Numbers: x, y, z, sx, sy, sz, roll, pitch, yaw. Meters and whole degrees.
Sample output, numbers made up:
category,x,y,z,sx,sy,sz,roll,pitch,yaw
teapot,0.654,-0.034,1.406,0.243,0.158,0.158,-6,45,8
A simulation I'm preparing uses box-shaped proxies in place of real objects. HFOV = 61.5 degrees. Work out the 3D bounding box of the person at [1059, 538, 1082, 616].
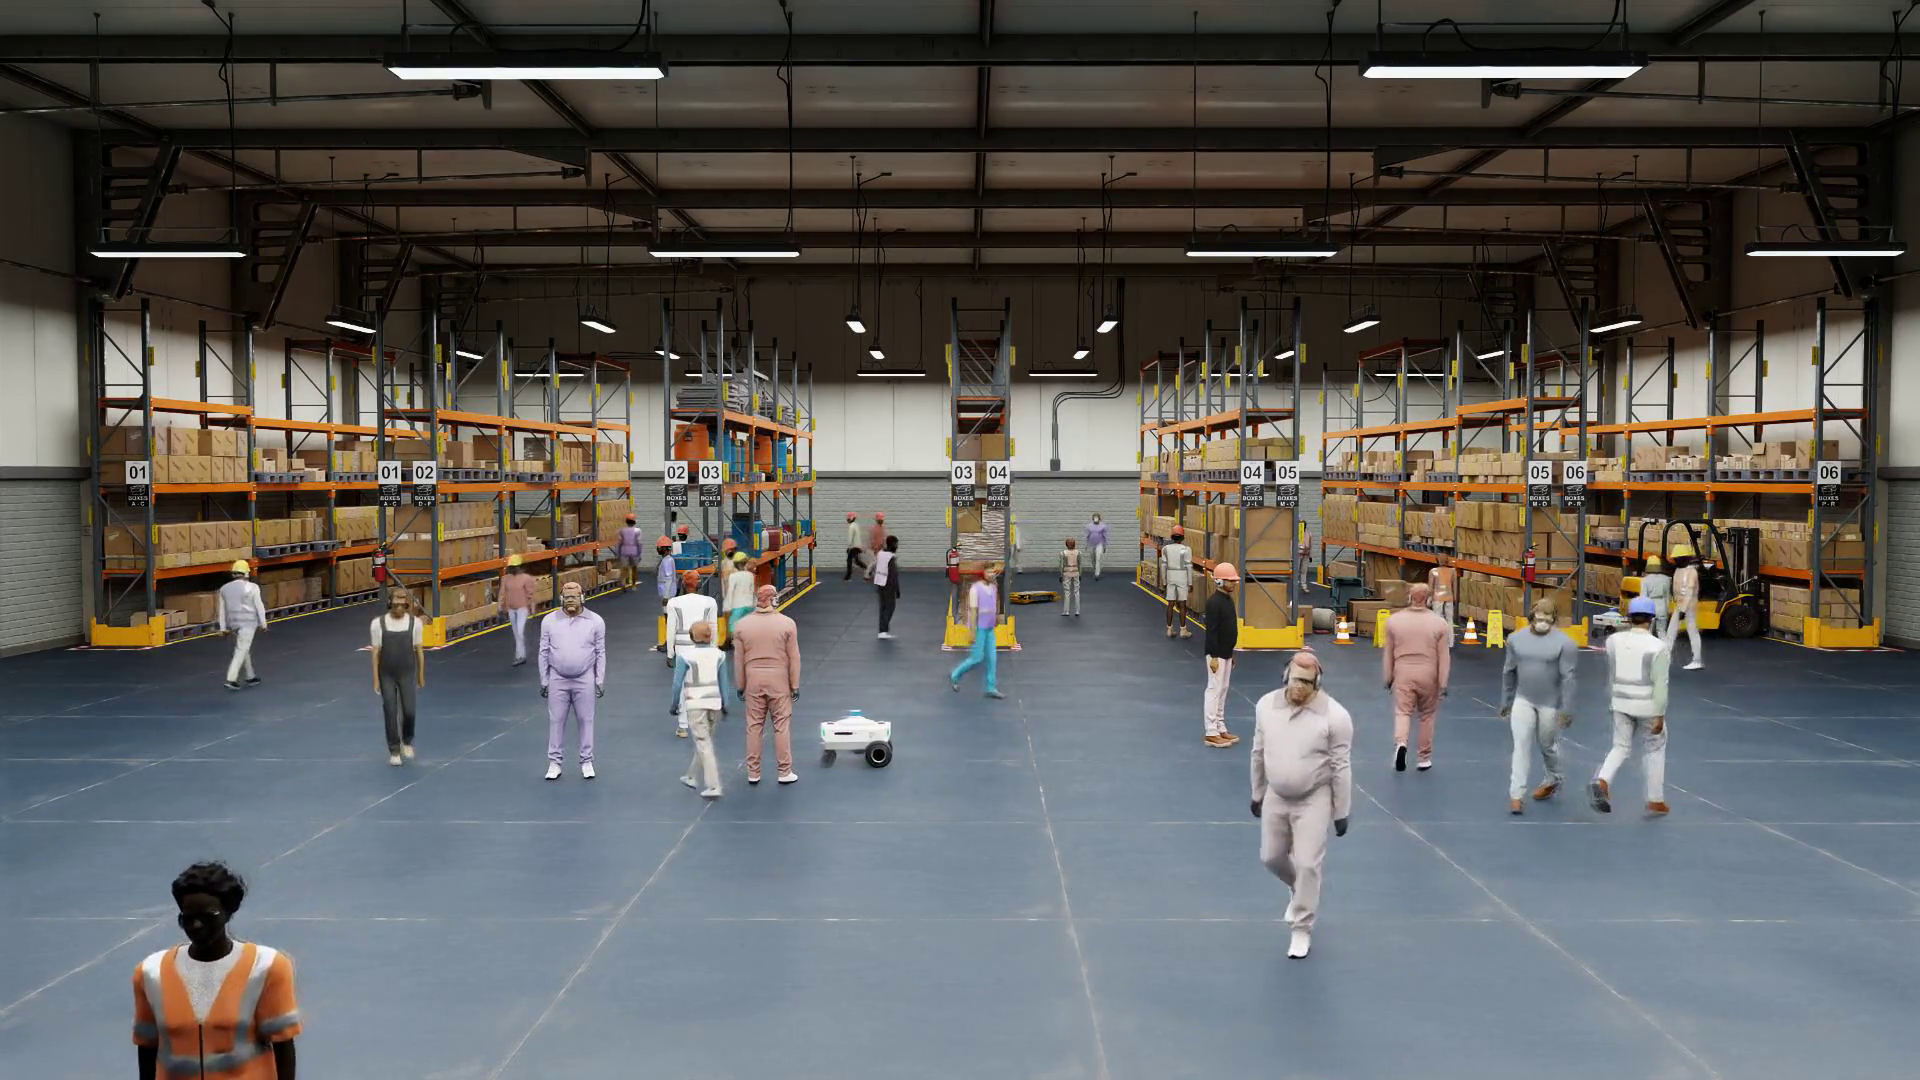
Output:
category,x,y,z,sx,sy,sz,roll,pitch,yaw
person,2.326,0.775,33.862,0.513,1.641,0.307,-1,2,-17

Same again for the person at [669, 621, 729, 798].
category,x,y,z,sx,sy,sz,roll,pitch,yaw
person,-2.429,1.544,14.876,0.506,1.597,0.814,-2,3,-43

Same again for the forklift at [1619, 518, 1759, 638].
category,x,y,z,sx,sy,sz,roll,pitch,yaw
forklift,13.417,0.684,29.791,2.313,2.155,1.214,0,2,0

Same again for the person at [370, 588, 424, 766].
category,x,y,z,sx,sy,sz,roll,pitch,yaw
person,-5.714,1.383,16.401,0.509,1.818,0.419,-1,2,-22

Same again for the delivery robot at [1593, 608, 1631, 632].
category,x,y,z,sx,sy,sz,roll,pitch,yaw
delivery robot,11.747,1.473,29.102,0.477,0.478,0.707,-1,2,-16

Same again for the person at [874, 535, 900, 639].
category,x,y,z,sx,sy,sz,roll,pitch,yaw
person,-1.332,0.853,29.063,0.370,1.876,0.723,-1,3,-29

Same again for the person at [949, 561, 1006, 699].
category,x,y,z,sx,sy,sz,roll,pitch,yaw
person,0.237,1.182,21.420,0.721,1.824,0.572,1,3,33

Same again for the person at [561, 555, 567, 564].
category,x,y,z,sx,sy,sz,roll,pitch,yaw
person,-11.136,0.216,44.996,0.640,1.893,0.999,0,2,-3

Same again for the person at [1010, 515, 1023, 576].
category,x,y,z,sx,sy,sz,roll,pitch,yaw
person,1.453,0.172,47.243,0.941,1.778,0.621,-1,2,-20

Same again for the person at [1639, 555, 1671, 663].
category,x,y,z,sx,sy,sz,roll,pitch,yaw
person,10.646,1.096,24.697,0.513,1.724,0.534,0,2,-2

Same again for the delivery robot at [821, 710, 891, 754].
category,x,y,z,sx,sy,sz,roll,pitch,yaw
delivery robot,-1.061,1.975,16.458,0.707,0.478,0.477,0,2,-2

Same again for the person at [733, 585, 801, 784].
category,x,y,z,sx,sy,sz,roll,pitch,yaw
person,-1.832,1.378,15.447,0.639,1.902,0.407,0,2,7

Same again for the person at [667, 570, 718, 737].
category,x,y,z,sx,sy,sz,roll,pitch,yaw
person,-3.025,1.274,18.256,0.582,1.881,0.338,-1,2,-16

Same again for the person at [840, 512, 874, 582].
category,x,y,z,sx,sy,sz,roll,pitch,yaw
person,-2.852,0.184,44.843,0.916,1.956,0.619,0,2,7

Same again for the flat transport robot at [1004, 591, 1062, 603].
category,x,y,z,sx,sy,sz,roll,pitch,yaw
flat transport robot,1.676,1.318,37.672,0.652,0.197,1.431,2,3,42

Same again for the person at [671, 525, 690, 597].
category,x,y,z,sx,sy,sz,roll,pitch,yaw
person,-5.666,0.662,32.998,0.552,1.935,0.370,1,2,23

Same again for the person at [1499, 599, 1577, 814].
category,x,y,z,sx,sy,sz,roll,pitch,yaw
person,5.138,1.441,14.317,0.683,1.882,0.996,2,3,35

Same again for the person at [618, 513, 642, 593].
category,x,y,z,sx,sy,sz,roll,pitch,yaw
person,-8.300,0.326,40.544,0.617,2.016,0.870,0,2,1

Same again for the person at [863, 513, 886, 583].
category,x,y,z,sx,sy,sz,roll,pitch,yaw
person,-2.269,0.222,43.982,0.957,1.952,0.628,2,3,40

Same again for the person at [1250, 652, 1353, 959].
category,x,y,z,sx,sy,sz,roll,pitch,yaw
person,2.155,1.607,10.081,0.676,1.872,0.652,2,3,36

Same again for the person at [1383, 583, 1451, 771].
category,x,y,z,sx,sy,sz,roll,pitch,yaw
person,4.523,1.364,16.001,0.653,1.881,0.736,1,2,24

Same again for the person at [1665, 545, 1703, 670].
category,x,y,z,sx,sy,sz,roll,pitch,yaw
person,10.852,1.028,24.417,0.902,1.882,0.599,0,2,-5

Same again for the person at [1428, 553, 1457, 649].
category,x,y,z,sx,sy,sz,roll,pitch,yaw
person,8.186,1.033,27.385,0.521,1.637,0.311,0,2,-8

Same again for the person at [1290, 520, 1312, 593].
category,x,y,z,sx,sy,sz,roll,pitch,yaw
person,8.555,0.415,40.479,0.621,1.839,0.429,-1,2,-17

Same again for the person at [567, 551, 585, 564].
category,x,y,z,sx,sy,sz,roll,pitch,yaw
person,-10.567,0.288,44.287,0.617,1.781,0.914,0,2,12

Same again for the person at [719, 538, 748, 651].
category,x,y,z,sx,sy,sz,roll,pitch,yaw
person,-3.802,0.908,27.478,0.579,1.891,0.965,1,2,24

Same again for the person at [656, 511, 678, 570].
category,x,y,z,sx,sy,sz,roll,pitch,yaw
person,-8.386,0.114,46.664,0.669,1.946,0.609,-1,3,-31

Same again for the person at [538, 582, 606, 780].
category,x,y,z,sx,sy,sz,roll,pitch,yaw
person,-3.772,1.364,15.704,0.639,1.911,0.406,0,2,-10

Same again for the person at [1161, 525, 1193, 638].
category,x,y,z,sx,sy,sz,roll,pitch,yaw
person,3.971,0.752,29.401,0.615,2.043,0.372,2,3,34

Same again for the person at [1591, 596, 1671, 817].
category,x,y,z,sx,sy,sz,roll,pitch,yaw
person,5.789,1.437,13.906,0.794,1.916,0.605,-2,3,-37

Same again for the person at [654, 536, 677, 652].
category,x,y,z,sx,sy,sz,roll,pitch,yaw
person,-4.929,0.899,27.016,0.376,1.939,0.547,0,2,-8

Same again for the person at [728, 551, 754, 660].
category,x,y,z,sx,sy,sz,roll,pitch,yaw
person,-3.409,1.054,25.437,0.512,1.758,0.525,2,3,40

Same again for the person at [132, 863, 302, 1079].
category,x,y,z,sx,sy,sz,roll,pitch,yaw
person,-2.490,1.900,5.400,0.544,1.647,0.861,0,2,-11

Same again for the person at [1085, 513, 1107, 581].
category,x,y,z,sx,sy,sz,roll,pitch,yaw
person,3.871,0.177,45.774,0.624,1.904,0.997,1,2,16

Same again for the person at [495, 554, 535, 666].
category,x,y,z,sx,sy,sz,roll,pitch,yaw
person,-6.882,1.088,24.940,0.533,1.727,0.792,1,2,17

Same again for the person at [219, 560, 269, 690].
category,x,y,z,sx,sy,sz,roll,pitch,yaw
person,-9.924,1.164,22.286,0.590,1.792,0.931,1,2,15

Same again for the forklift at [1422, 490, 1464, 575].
category,x,y,z,sx,sy,sz,roll,pitch,yaw
forklift,13.926,-0.371,47.846,1.873,2.768,1.129,0,2,0

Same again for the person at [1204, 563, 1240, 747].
category,x,y,z,sx,sy,sz,roll,pitch,yaw
person,2.877,1.242,17.684,0.393,1.995,0.612,1,3,28

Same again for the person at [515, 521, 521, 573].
category,x,y,z,sx,sy,sz,roll,pitch,yaw
person,-10.733,0.461,39.219,0.519,1.842,0.870,0,2,7
